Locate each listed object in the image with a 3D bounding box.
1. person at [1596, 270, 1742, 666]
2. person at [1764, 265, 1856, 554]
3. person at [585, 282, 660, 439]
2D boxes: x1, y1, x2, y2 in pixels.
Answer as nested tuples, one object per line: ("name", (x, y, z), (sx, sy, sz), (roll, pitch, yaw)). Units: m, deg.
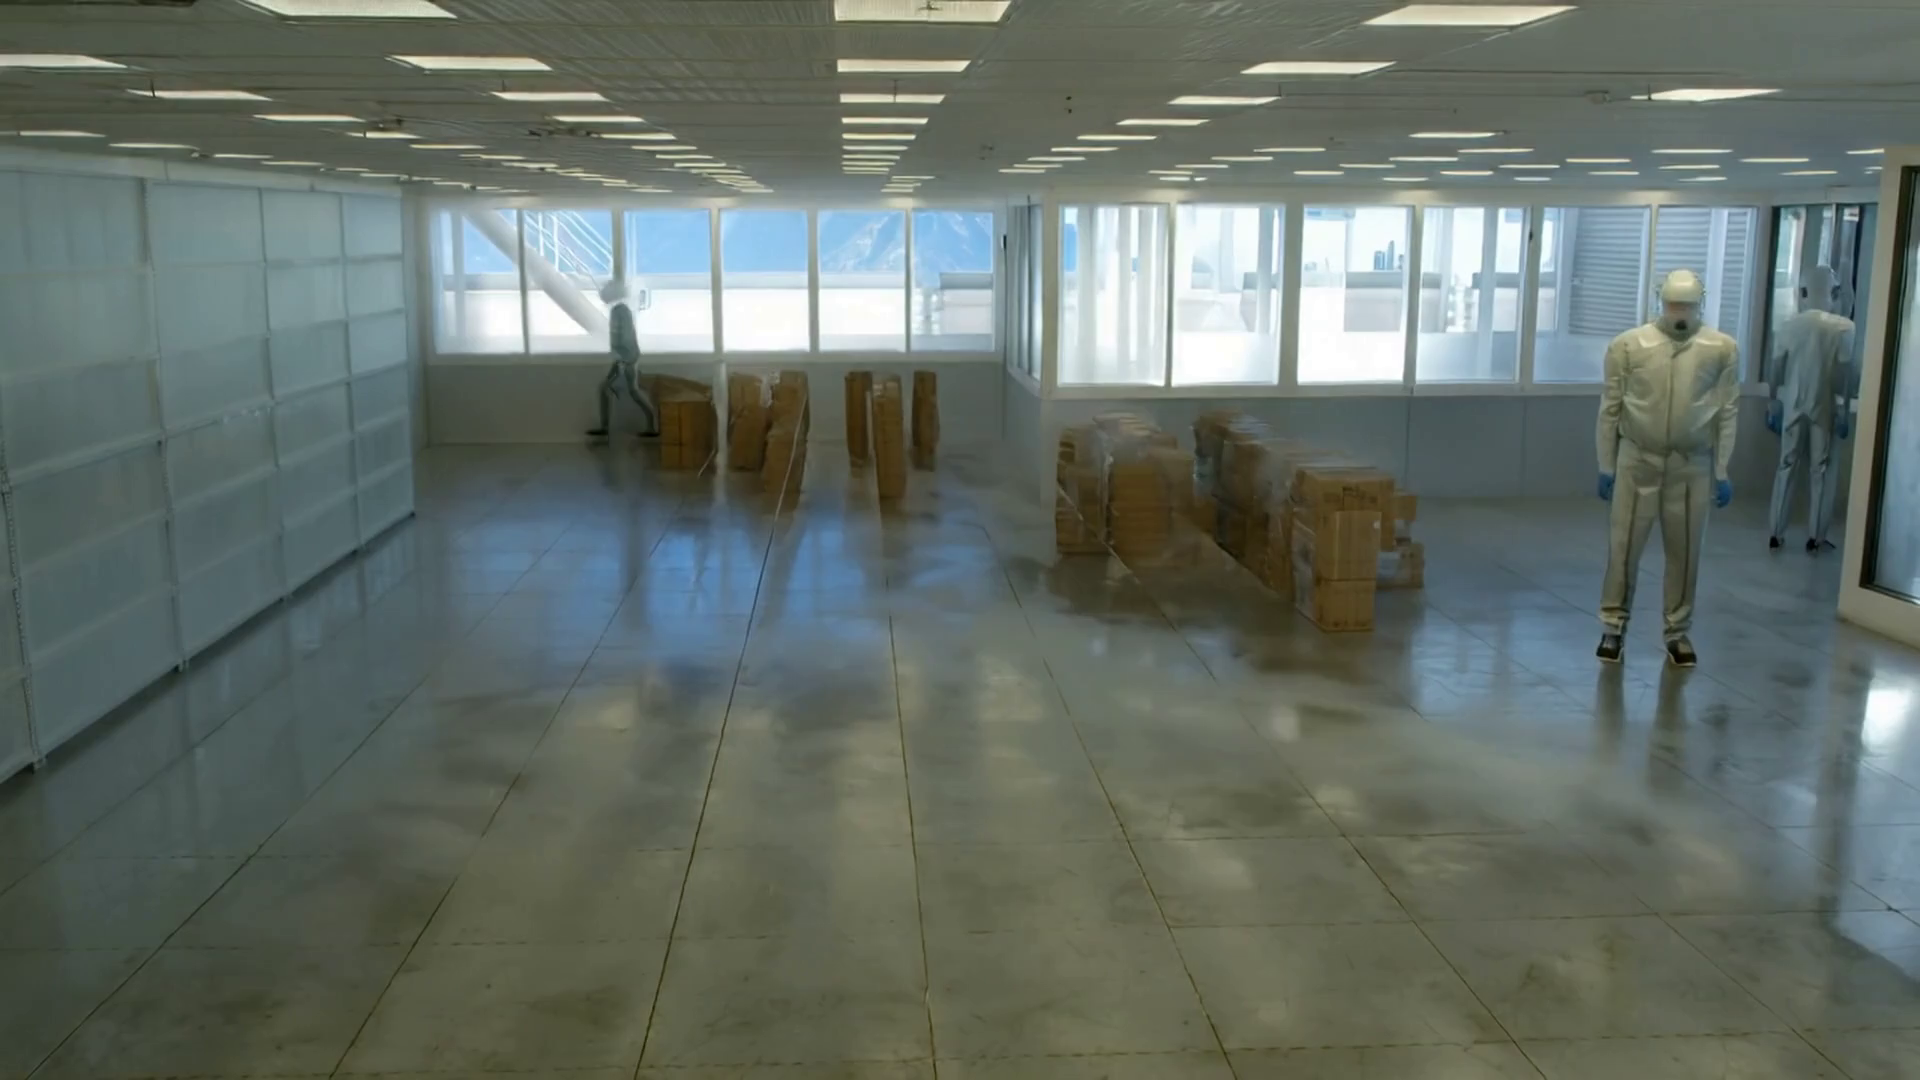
("person", (3.404, -0.342, 8.039), (0.638, 1.907, 0.408), (3, 11, 16))
("person", (5.528, -0.839, 10.821), (0.531, 1.870, 0.317), (9, 14, 39))
("person", (-3.425, -1.805, 16.806), (0.789, 1.581, 0.509), (1, 11, 5))
